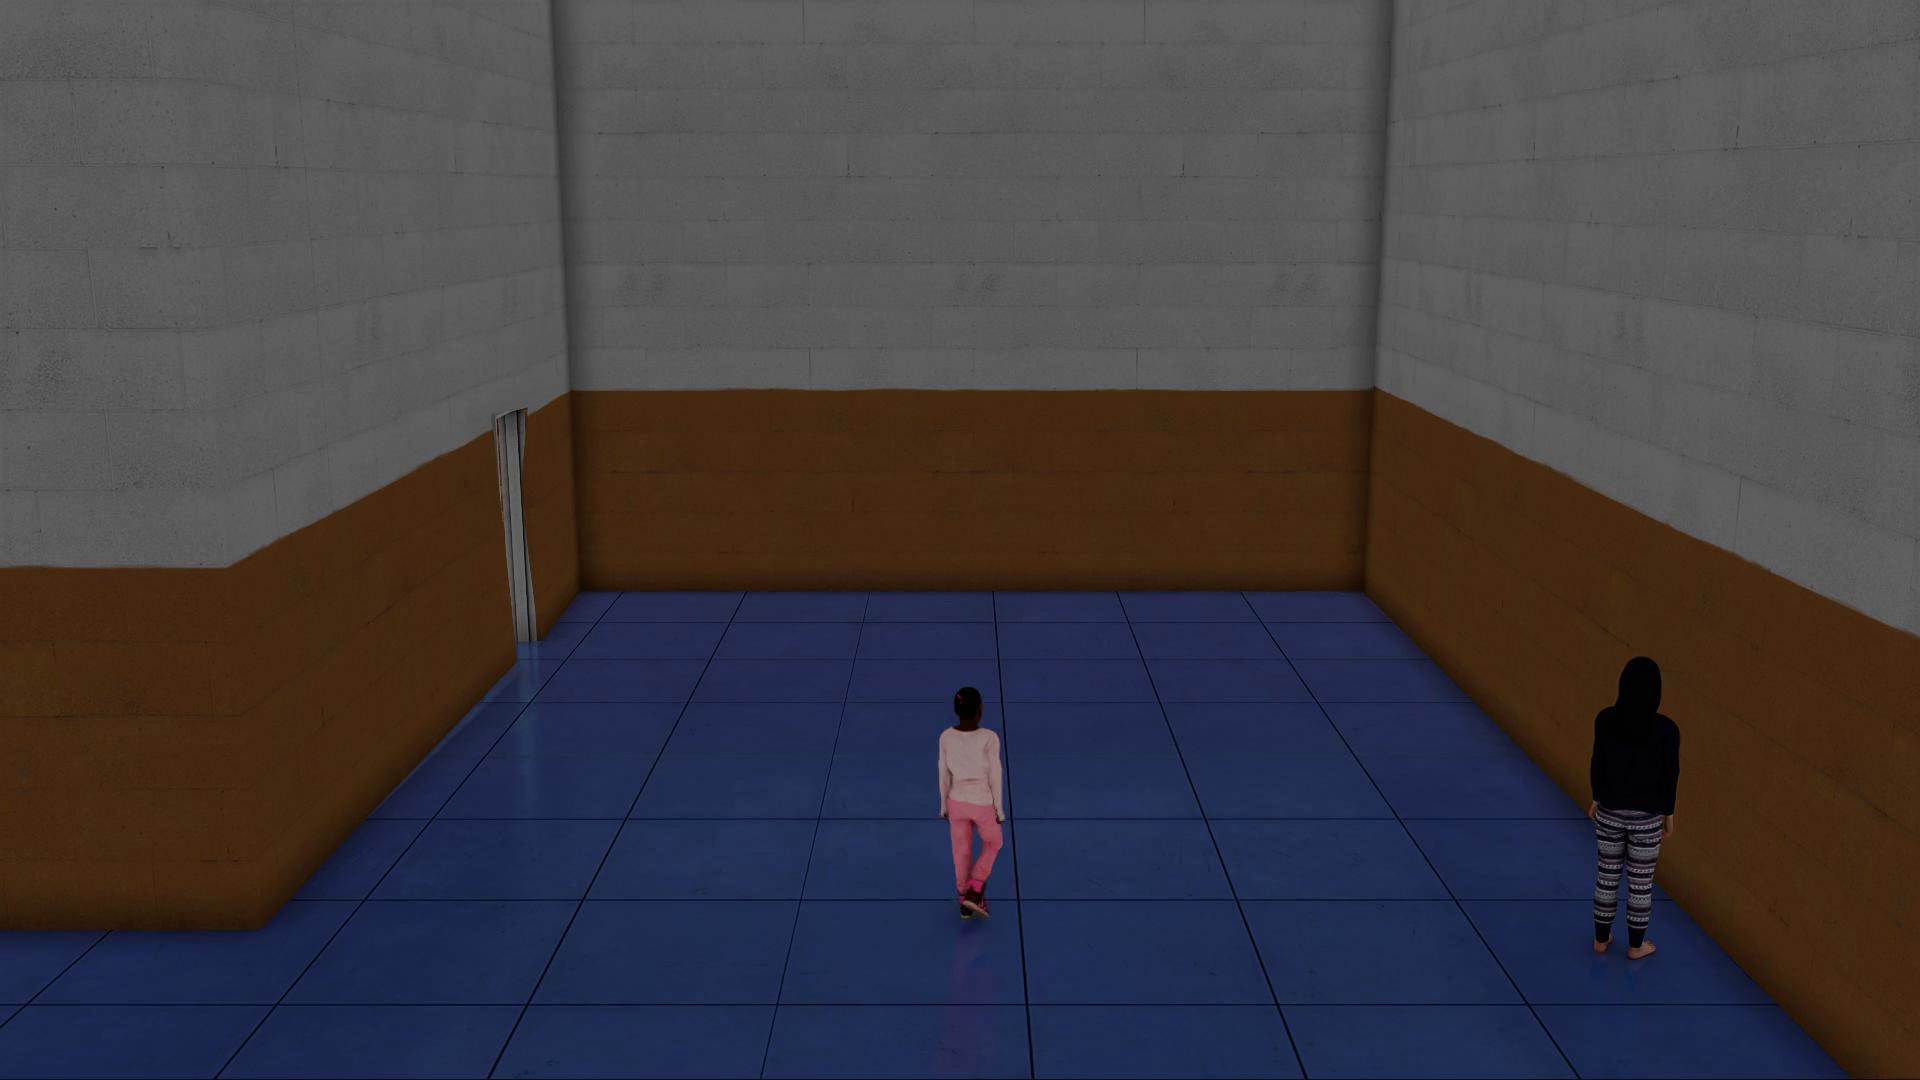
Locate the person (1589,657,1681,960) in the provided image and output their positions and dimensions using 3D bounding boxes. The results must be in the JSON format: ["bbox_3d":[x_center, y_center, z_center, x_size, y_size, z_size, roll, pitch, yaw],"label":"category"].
[{"bbox_3d":[3.751,1.489,9.311,0.648,1.734,0.747,8,14,35],"label":"person"}]

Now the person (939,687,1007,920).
[{"bbox_3d":[0.055,1.553,9.722,0.677,1.441,0.721,4,13,18],"label":"person"}]
